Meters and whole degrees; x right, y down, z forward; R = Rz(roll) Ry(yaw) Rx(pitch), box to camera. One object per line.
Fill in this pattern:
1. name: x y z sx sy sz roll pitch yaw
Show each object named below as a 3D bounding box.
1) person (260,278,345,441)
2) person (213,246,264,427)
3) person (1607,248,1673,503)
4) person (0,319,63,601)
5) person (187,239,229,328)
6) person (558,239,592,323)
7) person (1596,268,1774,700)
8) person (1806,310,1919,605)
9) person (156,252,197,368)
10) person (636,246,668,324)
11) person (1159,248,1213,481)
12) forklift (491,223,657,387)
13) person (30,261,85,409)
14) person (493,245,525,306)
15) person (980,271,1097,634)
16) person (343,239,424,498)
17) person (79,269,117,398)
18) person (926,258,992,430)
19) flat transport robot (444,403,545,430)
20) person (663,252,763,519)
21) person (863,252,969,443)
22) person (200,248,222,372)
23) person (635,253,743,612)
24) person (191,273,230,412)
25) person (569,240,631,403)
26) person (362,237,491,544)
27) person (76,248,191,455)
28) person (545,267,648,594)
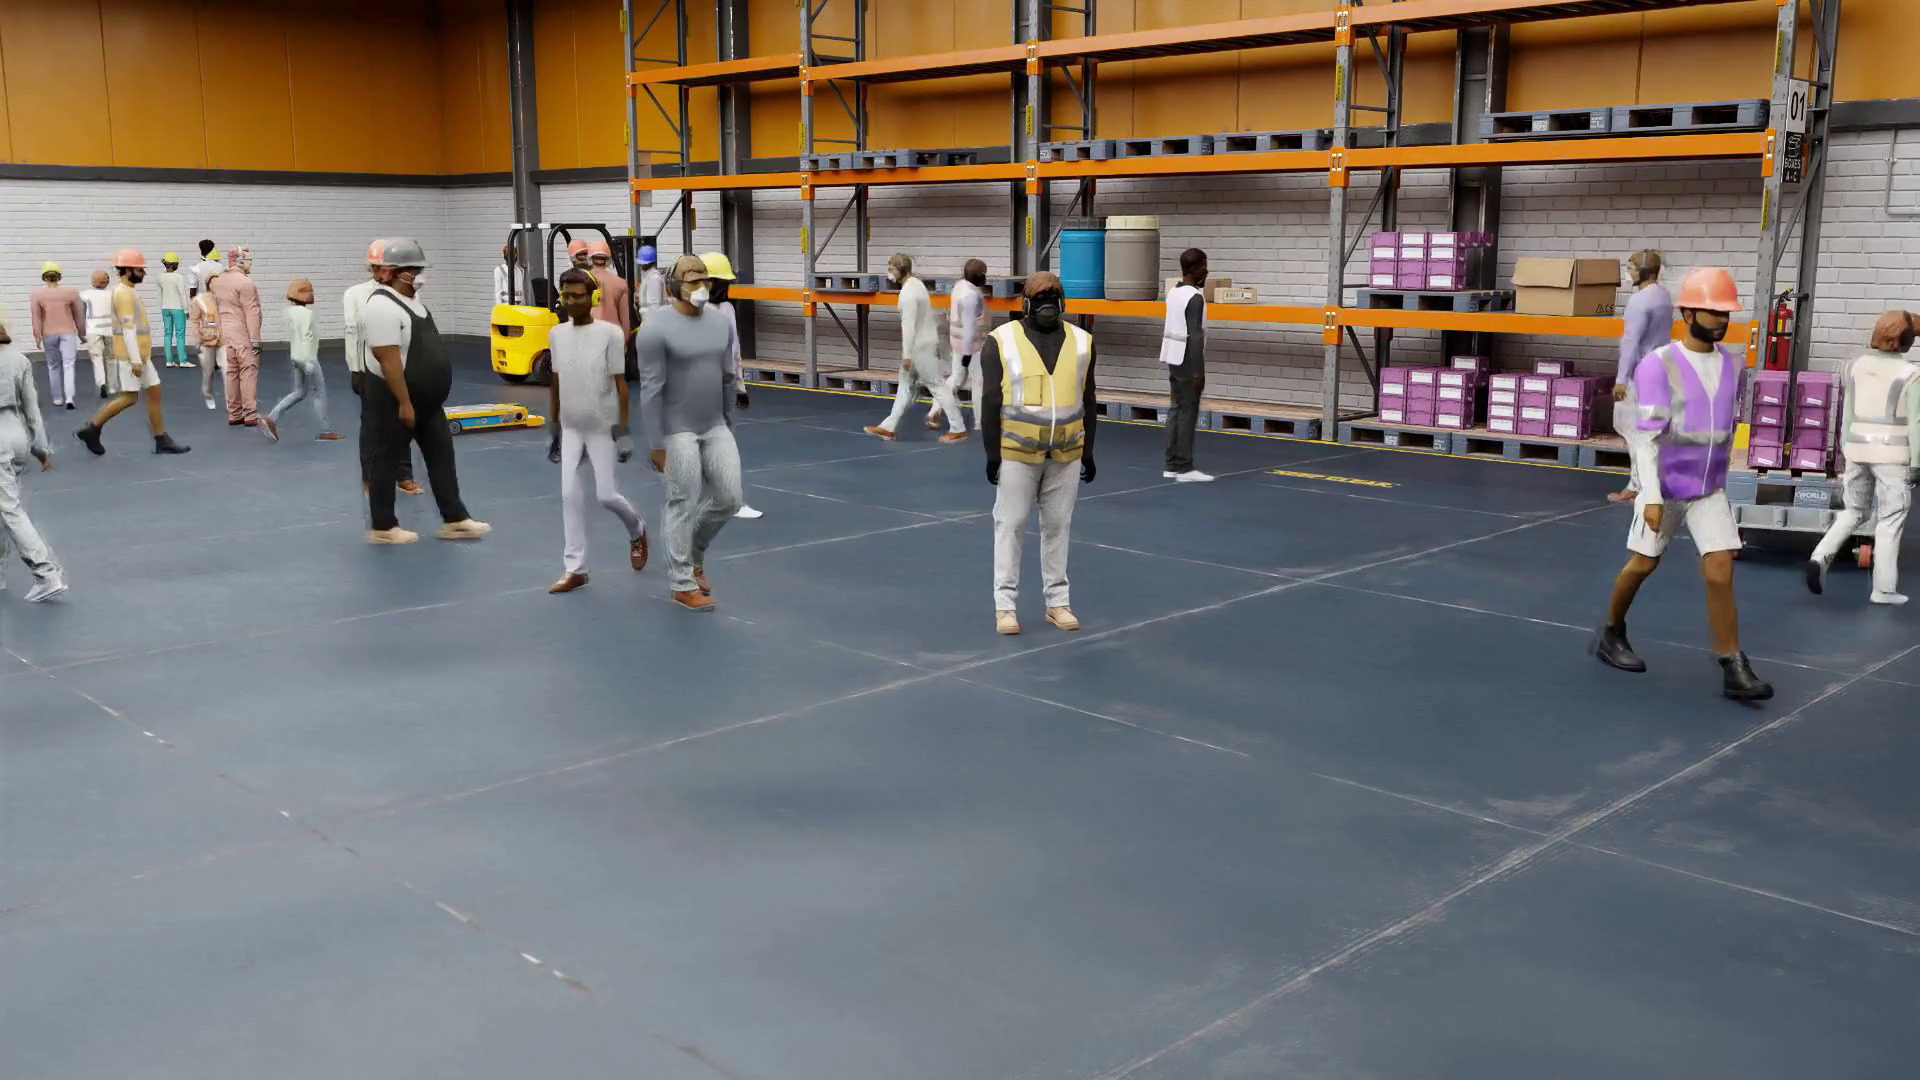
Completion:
1. person: -6.475 -1.751 16.274 0.704 1.612 0.504 -9 14 -40
2. person: -7.615 -2.159 17.690 0.651 1.904 0.403 8 13 37
3. person: 5.132 -1.228 12.579 0.426 1.925 0.636 7 12 33
4. person: -5.356 -0.515 9.277 0.891 1.702 0.509 4 11 21
5. person: -11.109 -3.473 24.692 0.609 1.963 0.367 -6 12 -29
6. person: -4.522 -2.633 20.053 0.634 1.980 0.623 -7 13 -34
7. person: 3.243 -0.263 7.420 0.567 1.882 1.014 -3 11 -14
8. person: 4.961 -0.433 9.019 0.549 1.623 0.530 -4 11 -23
9. person: -12.020 -3.513 25.451 0.523 1.769 0.309 3 11 18
10. person: -3.892 -2.765 21.035 0.407 1.894 0.789 -2 11 -12
11. person: 1.861 -1.443 13.751 0.377 1.916 0.596 -2 11 -13
12. forklift: -5.316 -3.263 22.920 2.313 2.155 1.214 -10 14 -44
13. person: -10.573 -2.401 19.510 0.528 1.725 0.892 -5 11 -24
14. person: -6.609 -3.401 24.517 0.337 1.882 0.584 5 12 27
15. person: 0.414 -0.443 8.501 0.624 1.845 0.430 -3 11 -15
16. person: -4.444 -1.323 12.900 0.610 1.989 0.391 -9 14 -40
17. person: -10.765 -2.592 20.878 0.505 1.604 0.816 -6 12 -31
18. person: 0.031 -1.997 17.141 0.808 1.796 0.668 -3 11 -18
19. flat transport robot: -5.111 -1.264 17.264 1.431 0.197 0.652 -10 14 -44
20. person: -1.804 -1.110 11.960 0.792 1.905 0.591 3 11 17
21. person: -0.402 -1.856 16.190 1.061 1.857 0.659 0 10 2
22. person: -11.091 -3.423 24.775 0.587 1.833 0.404 8 13 37
23. person: -1.435 -0.565 8.939 0.434 1.923 0.649 9 14 40
24. person: -8.579 -2.277 19.154 0.508 1.604 0.814 -7 13 -34
25. person: -3.681 -2.082 17.071 0.638 1.975 0.517 -5 11 -24
26. person: -3.498 -0.969 10.829 0.883 2.000 0.696 0 10 2
27. person: -7.631 -1.710 15.218 0.870 1.913 0.550 -3 11 -18
28. person: -2.131 -0.647 9.610 0.549 1.847 0.770 4 11 20
